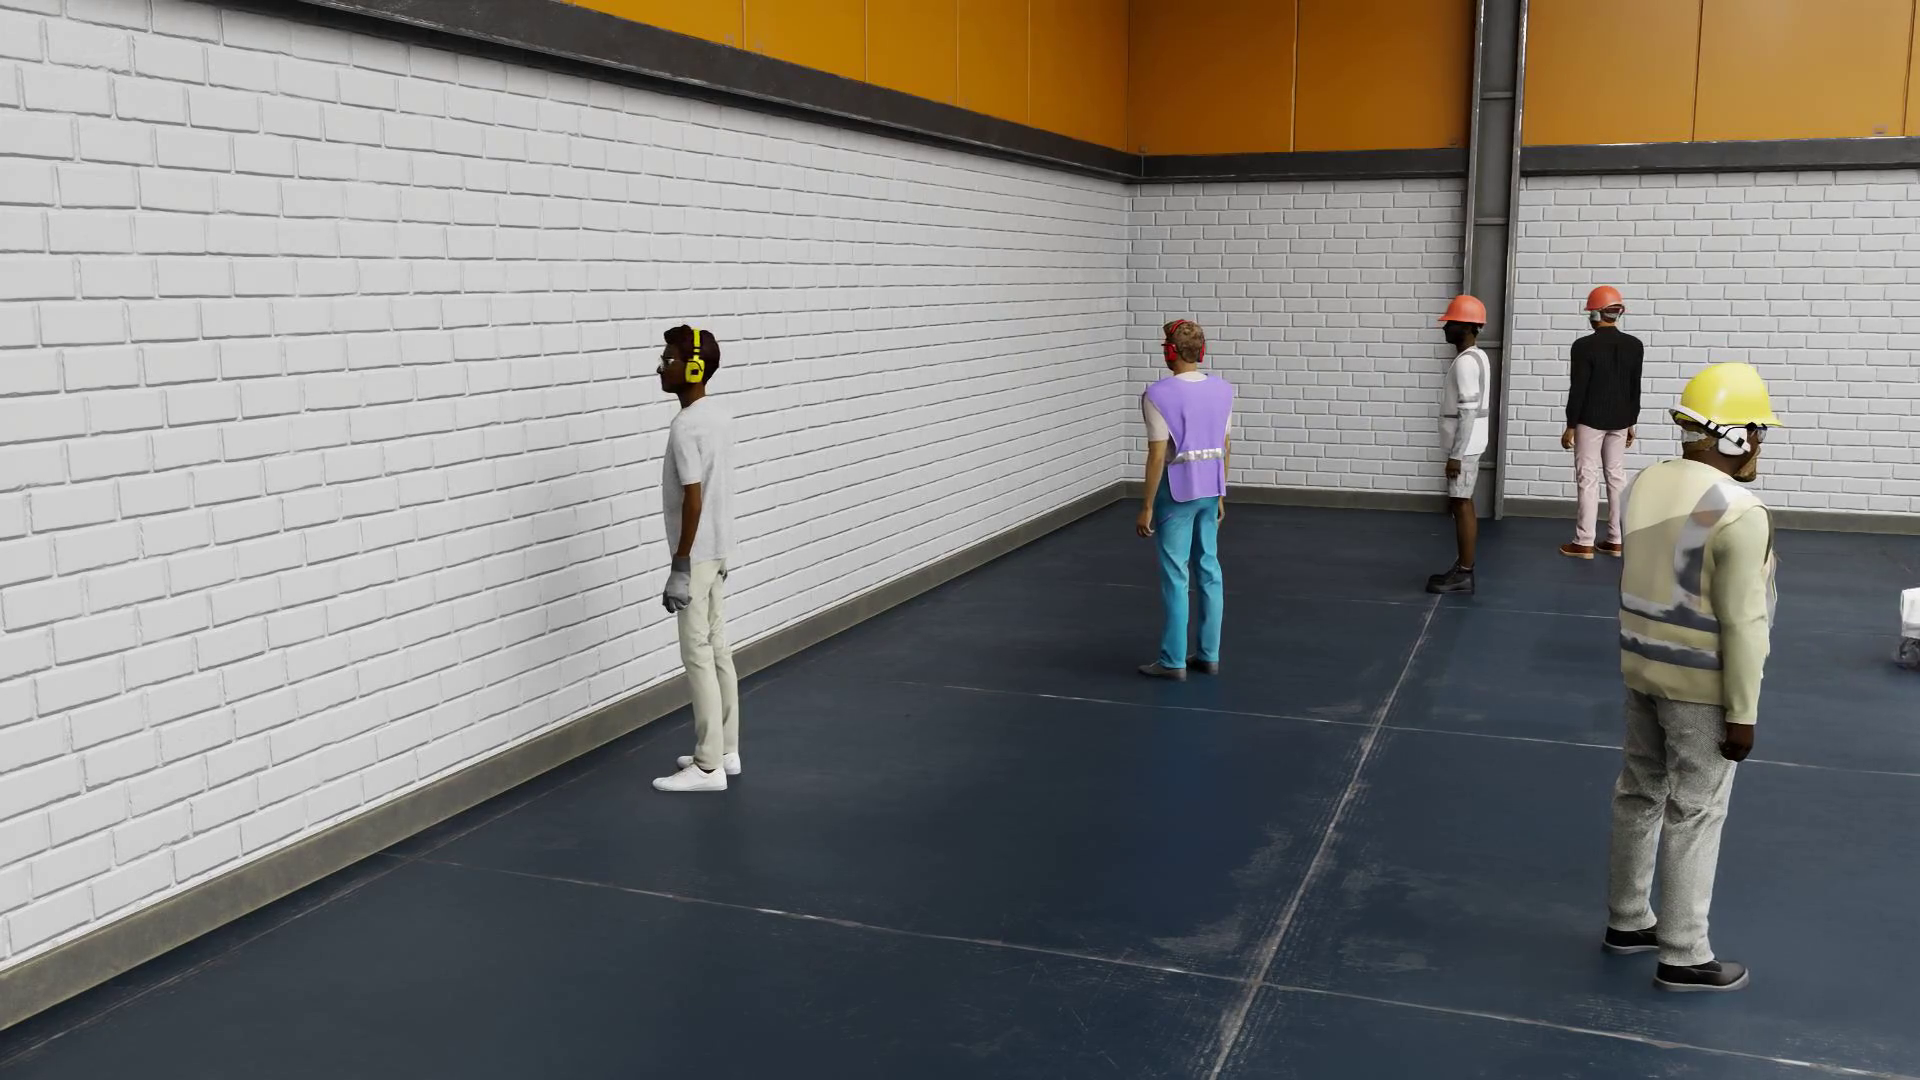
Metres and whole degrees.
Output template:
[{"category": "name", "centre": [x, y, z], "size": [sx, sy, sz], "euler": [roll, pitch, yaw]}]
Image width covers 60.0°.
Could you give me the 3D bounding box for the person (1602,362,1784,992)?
[{"category": "person", "centre": [2.139, 0.398, 4.849], "size": [0.403, 1.825, 0.591], "euler": [-2, 9, -12]}]

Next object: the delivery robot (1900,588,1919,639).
[{"category": "delivery robot", "centre": [5.224, 0.398, 8.518], "size": [0.477, 0.478, 0.707], "euler": [-5, 10, -30]}]

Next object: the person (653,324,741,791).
[{"category": "person", "centre": [-1.070, 0.076, 6.698], "size": [0.316, 1.875, 0.531], "euler": [2, 9, 10]}]

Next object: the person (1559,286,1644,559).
[{"category": "person", "centre": [4.690, -0.859, 12.201], "size": [0.625, 1.990, 0.394], "euler": [-3, 10, -18]}]

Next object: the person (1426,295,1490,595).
[{"category": "person", "centre": [3.248, -0.613, 10.817], "size": [0.346, 1.942, 0.550], "euler": [4, 10, 21]}]

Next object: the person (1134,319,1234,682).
[{"category": "person", "centre": [1.156, -0.196, 8.496], "size": [0.563, 1.848, 0.390], "euler": [-6, 11, -33]}]
